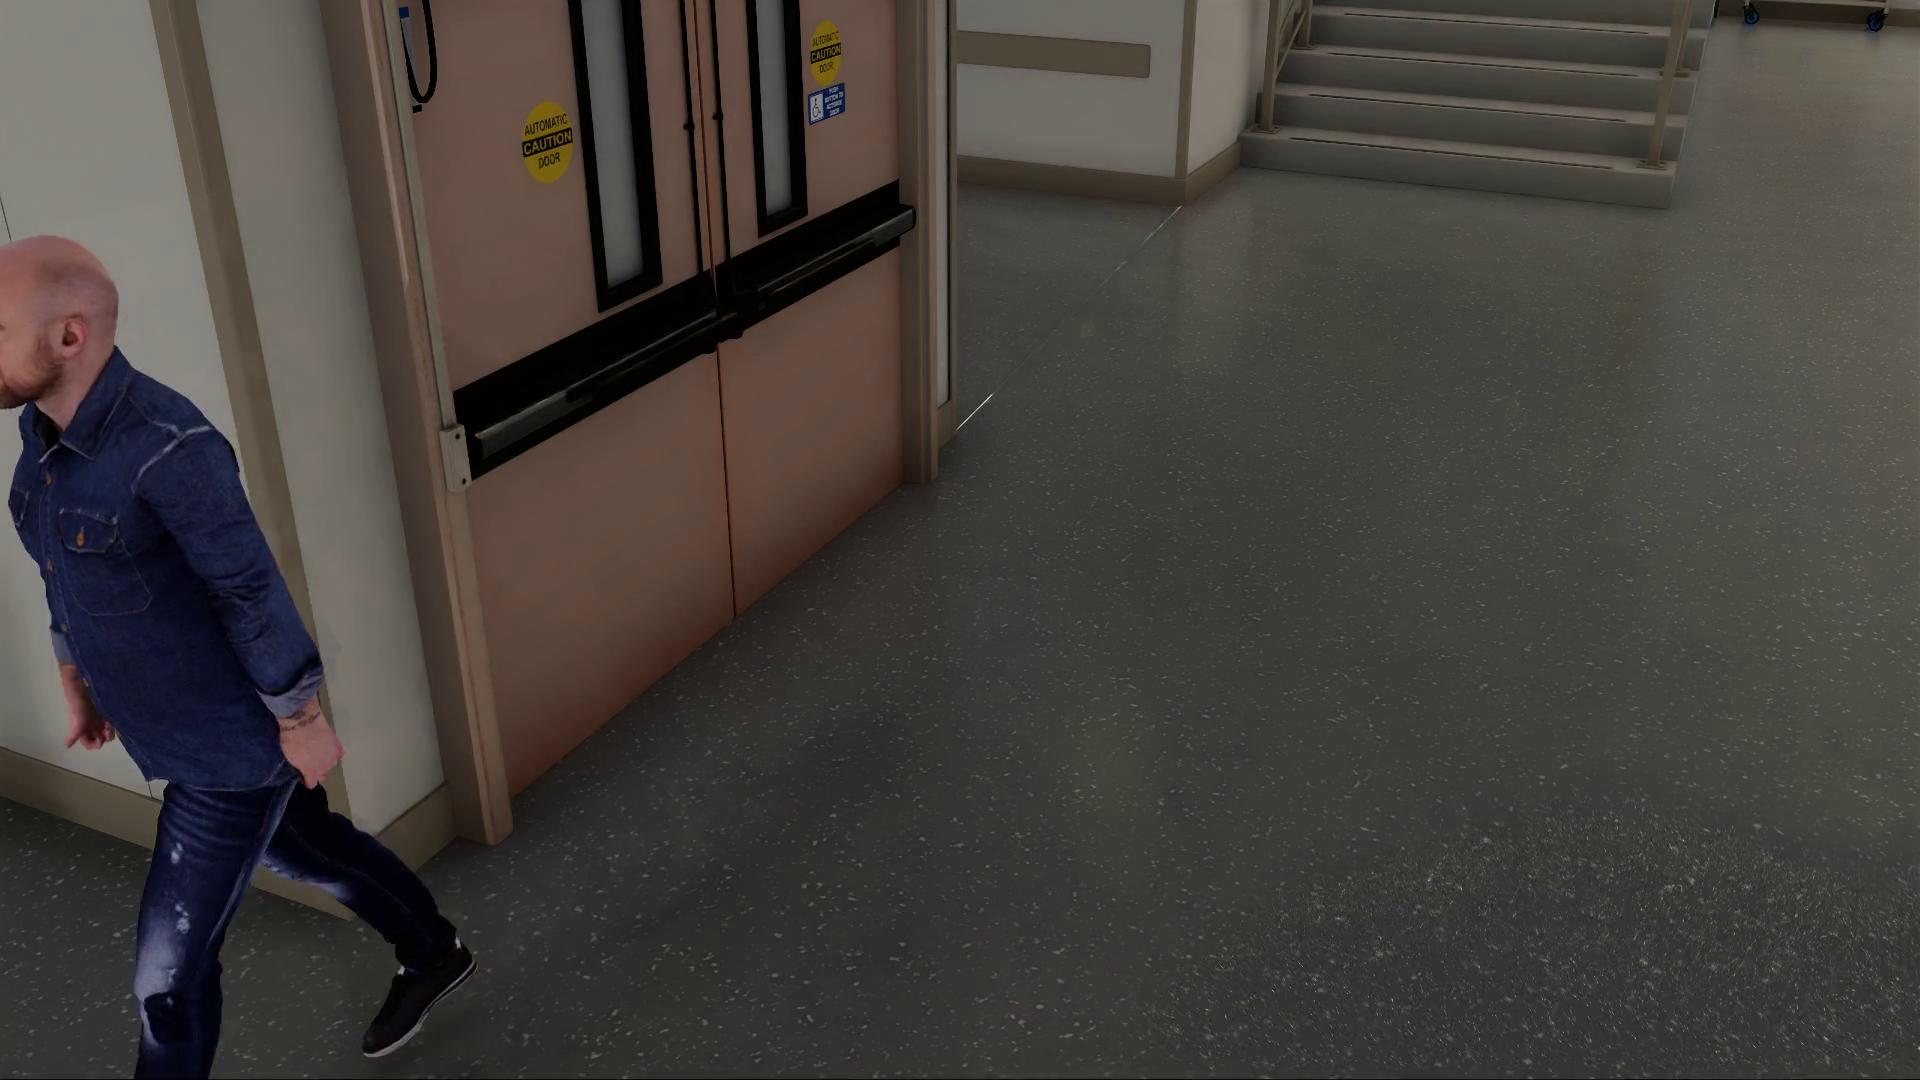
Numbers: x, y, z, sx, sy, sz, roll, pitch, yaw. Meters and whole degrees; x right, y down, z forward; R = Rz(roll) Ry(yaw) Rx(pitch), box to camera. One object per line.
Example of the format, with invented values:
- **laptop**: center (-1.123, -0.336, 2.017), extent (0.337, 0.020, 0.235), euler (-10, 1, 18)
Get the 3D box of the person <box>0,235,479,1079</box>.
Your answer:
- **person**: center (-1.257, 0.337, 2.969), extent (0.957, 1.769, 1.300), euler (20, 32, 36)
